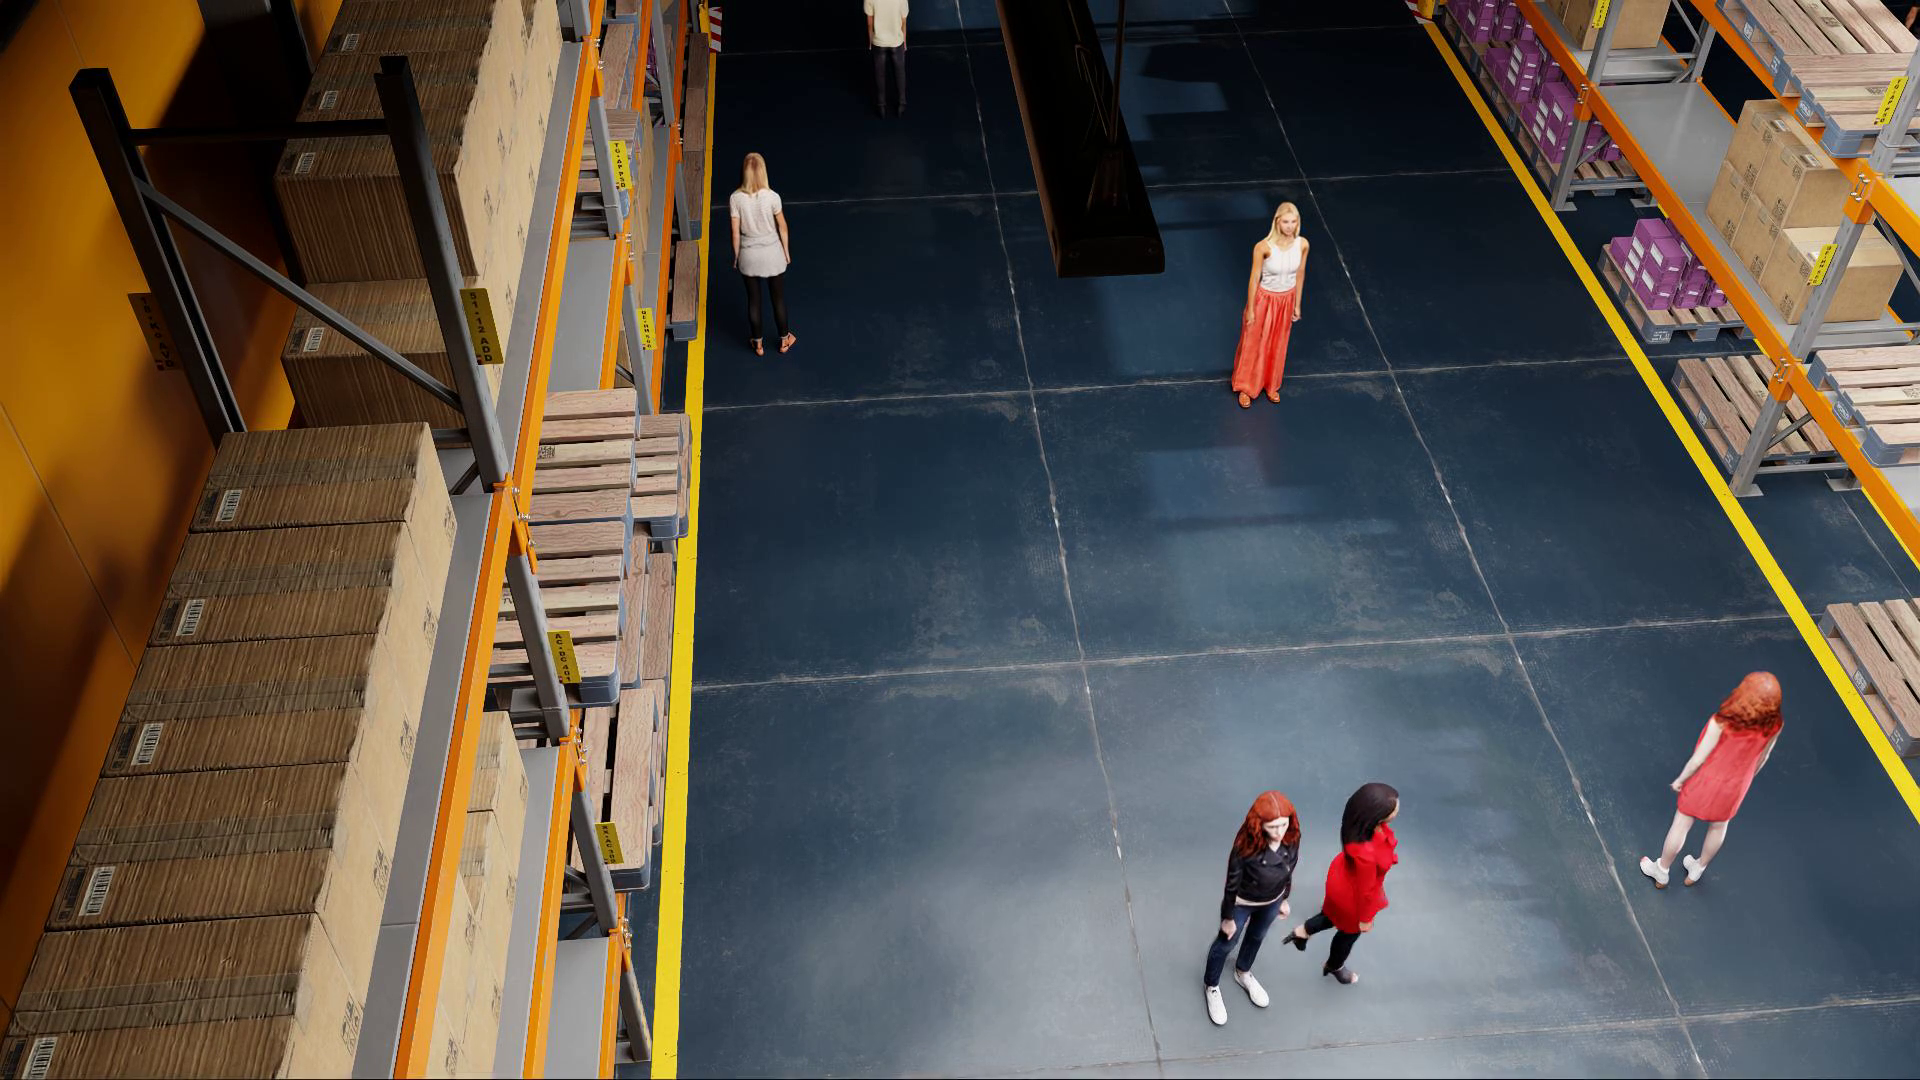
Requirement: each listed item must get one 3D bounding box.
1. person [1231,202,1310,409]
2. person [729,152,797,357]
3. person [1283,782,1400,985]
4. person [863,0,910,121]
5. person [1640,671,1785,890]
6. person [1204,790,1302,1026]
[{"bbox_3d":[2.426,-1.838,12.935,0.653,1.803,0.620,-10,44,-10],"label":"person"},{"bbox_3d":[-1.601,-2.280,13.382,0.604,1.825,0.508,-3,44,-4],"label":"person"},{"bbox_3d":[2.065,1.895,9.061,0.787,1.740,0.762,8,44,8],"label":"person"},{"bbox_3d":[-0.707,-4.875,16.278,0.588,1.588,0.460,-3,44,-4],"label":"person"},{"bbox_3d":[4.337,1.390,9.528,0.594,1.826,0.515,-1,44,-1],"label":"person"},{"bbox_3d":[1.580,1.954,8.966,0.630,1.786,0.622,-14,45,-14],"label":"person"}]
